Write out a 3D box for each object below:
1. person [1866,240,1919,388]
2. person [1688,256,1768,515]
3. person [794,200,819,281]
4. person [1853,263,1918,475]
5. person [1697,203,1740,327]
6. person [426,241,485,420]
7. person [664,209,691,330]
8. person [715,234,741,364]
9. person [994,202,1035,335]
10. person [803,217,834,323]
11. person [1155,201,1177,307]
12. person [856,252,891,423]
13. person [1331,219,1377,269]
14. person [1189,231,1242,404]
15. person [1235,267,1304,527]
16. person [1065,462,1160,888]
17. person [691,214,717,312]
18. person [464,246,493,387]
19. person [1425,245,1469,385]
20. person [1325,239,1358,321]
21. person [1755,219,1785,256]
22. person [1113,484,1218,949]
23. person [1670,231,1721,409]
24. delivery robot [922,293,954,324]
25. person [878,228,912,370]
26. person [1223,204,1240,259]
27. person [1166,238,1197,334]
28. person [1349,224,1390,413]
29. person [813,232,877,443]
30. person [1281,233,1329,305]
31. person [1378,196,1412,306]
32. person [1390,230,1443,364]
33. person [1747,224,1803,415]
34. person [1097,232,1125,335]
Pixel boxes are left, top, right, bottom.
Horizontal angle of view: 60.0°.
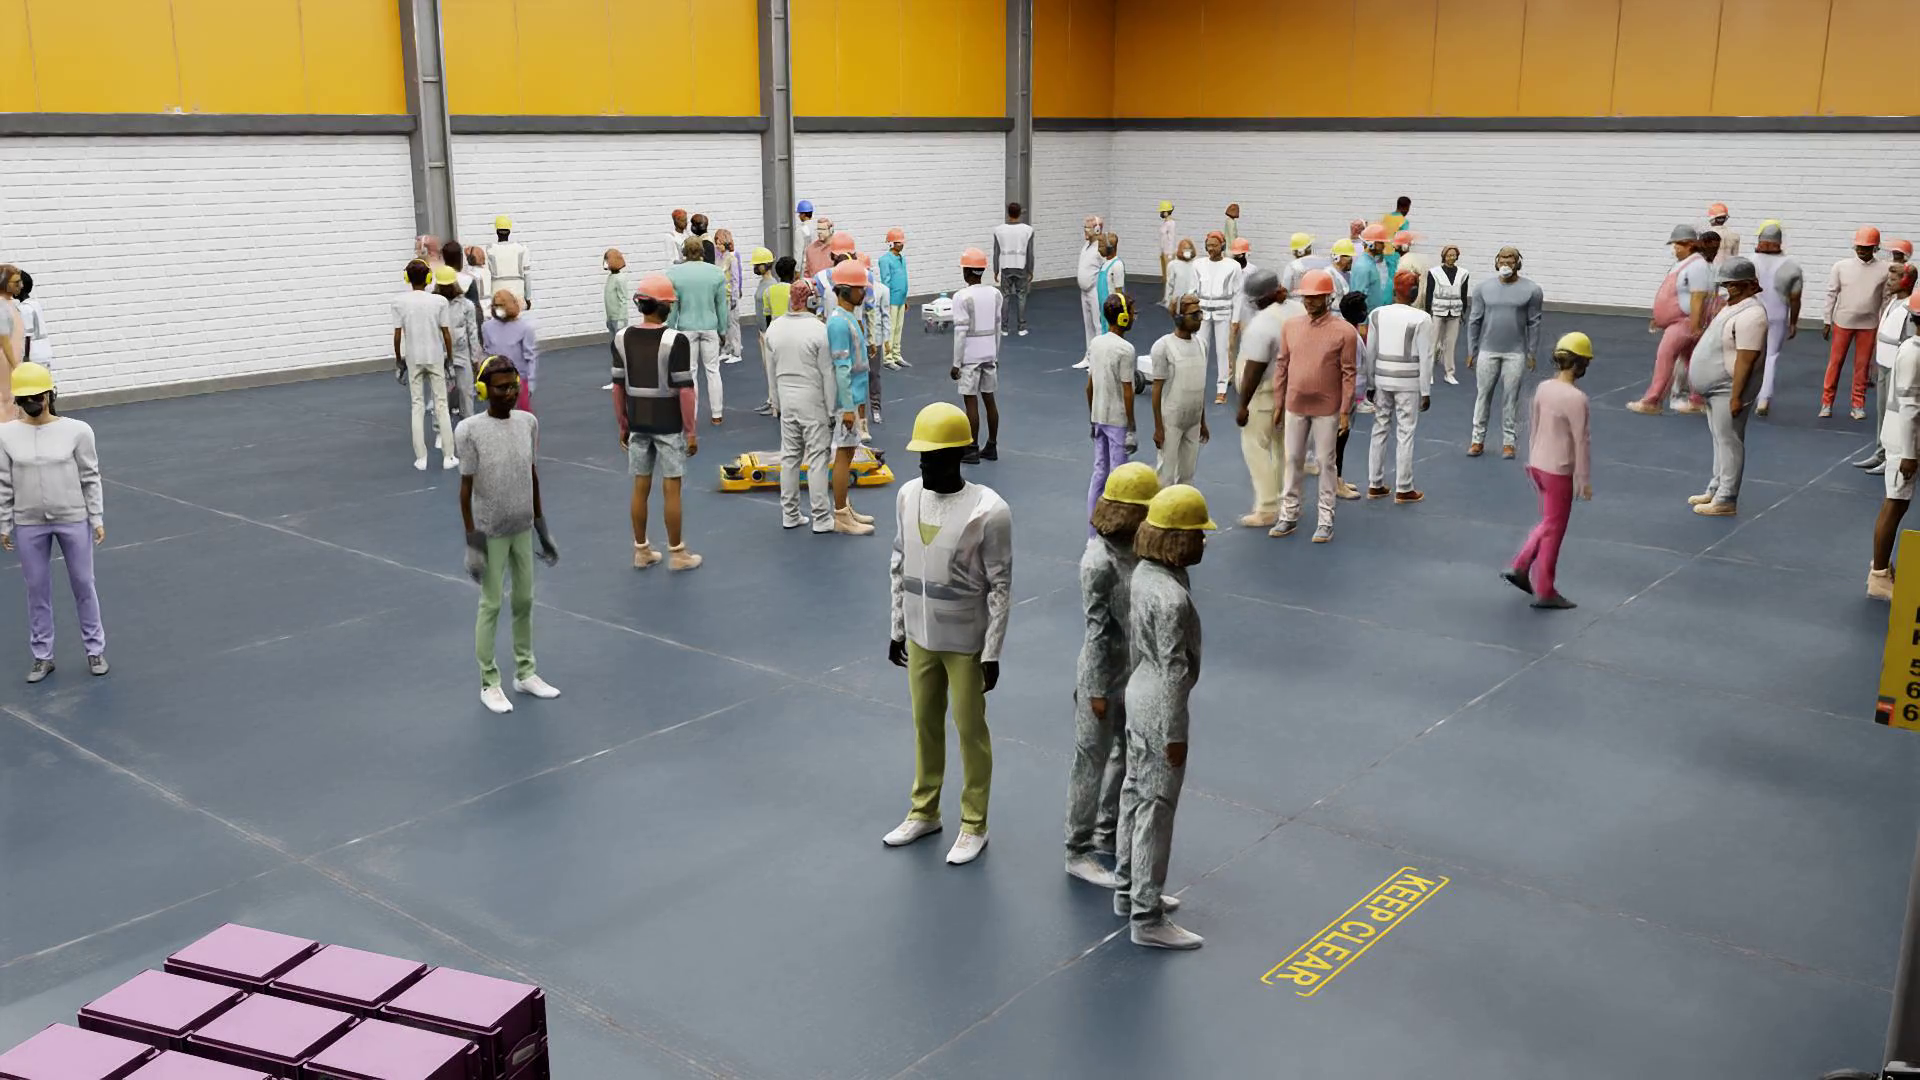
[{"bbox_3d":[10.844,-2.623,19.331,0.875,1.699,0.565,-9,17,-33],"label":"person"},{"bbox_3d":[5.997,-1.219,13.044,0.535,2.000,0.679,3,14,14],"label":"person"},{"bbox_3d":[-2.202,-3.957,24.202,0.412,1.941,0.608,9,17,32],"label":"person"},{"bbox_3d":[8.164,-1.484,14.500,0.377,1.842,0.570,3,14,11],"label":"person"},{"bbox_3d":[10.032,-3.475,22.150,0.610,1.997,0.376,-2,14,-7],"label":"person"},{"bbox_3d":[-5.002,-1.996,16.450,0.606,1.895,0.772,6,15,24],"label":"person"},{"bbox_3d":[-3.825,-3.577,22.787,0.338,1.881,0.583,5,15,20],"label":"person"},{"bbox_3d":[-2.988,-3.092,21.344,0.307,1.640,0.521,-10,17,-34],"label":"person"},{"bbox_3d":[0.783,-3.920,24.114,0.606,1.909,0.391,2,14,7],"label":"person"},{"bbox_3d":[-1.635,-2.980,20.353,0.651,1.906,0.404,6,15,23],"label":"person"},{"bbox_3d":[3.462,-4.807,27.962,0.340,1.761,0.524,-3,14,-10],"label":"person"},{"bbox_3d":[-0.988,-2.058,16.980,0.574,1.749,0.337,0,14,1],"label":"person"},{"bbox_3d":[4.772,-2.907,20.064,0.408,1.908,0.644,-12,18,-40],"label":"person"},{"bbox_3d":[2.777,-2.433,18.213,0.584,1.882,0.337,6,15,23],"label":"person"},{"bbox_3d":[2.349,-1.141,12.735,0.534,2.000,0.770,12,19,40],"label":"person"},{"bbox_3d":[0.641,0.537,6.658,0.349,1.732,0.484,10,17,36],"label":"person"},{"bbox_3d":[-3.474,-3.462,22.411,0.430,1.844,0.626,-4,15,-17],"label":"person"},{"bbox_3d":[-5.580,-2.598,19.371,0.311,1.638,0.521,1,14,6],"label":"person"},{"bbox_3d":[5.705,-2.643,19.550,0.514,1.641,0.307,-1,14,-6],"label":"person"},{"bbox_3d":[4.075,-2.328,17.929,0.404,1.824,0.586,13,19,41],"label":"person"},{"bbox_3d":[9.470,-2.800,19.596,0.373,1.924,0.594,4,15,16],"label":"person"},{"bbox_3d":[0.770,0.646,6.199,0.325,1.740,0.492,-2,14,-7],"label":"person"},{"bbox_3d":[7.859,-2.342,17.793,0.376,1.911,0.597,12,18,39],"label":"person"},{"bbox_3d":[-0.237,-3.405,24.604,0.477,0.478,0.707,11,18,38],"label":"delivery robot"},{"bbox_3d":[-0.798,-3.015,20.806,0.330,1.751,0.563,6,15,23],"label":"person"},{"bbox_3d":[4.835,-5.189,29.759,0.293,1.625,0.500,1,14,4],"label":"person"},{"bbox_3d":[2.879,-3.058,21.269,0.536,1.607,0.690,-1,14,-2],"label":"person"},{"bbox_3d":[4.316,-2.346,17.662,0.407,1.987,0.615,5,15,19],"label":"person"},{"bbox_3d":[-1.095,-1.921,15.889,0.615,2.028,0.409,-5,15,-18],"label":"person"},{"bbox_3d":[3.969,-2.677,19.404,0.605,1.773,0.861,-7,16,-26],"label":"person"},{"bbox_3d":[7.057,-4.592,26.845,0.594,1.878,0.652,-5,15,-21],"label":"person"},{"bbox_3d":[5.750,-3.065,21.093,0.756,1.720,0.583,2,14,10],"label":"person"},{"bbox_3d":[8.517,-2.369,17.642,0.695,2.000,1.017,6,15,23],"label":"person"},{"bbox_3d":[1.680,-2.536,18.720,0.344,1.839,0.505,-2,14,-10],"label":"person"}]
